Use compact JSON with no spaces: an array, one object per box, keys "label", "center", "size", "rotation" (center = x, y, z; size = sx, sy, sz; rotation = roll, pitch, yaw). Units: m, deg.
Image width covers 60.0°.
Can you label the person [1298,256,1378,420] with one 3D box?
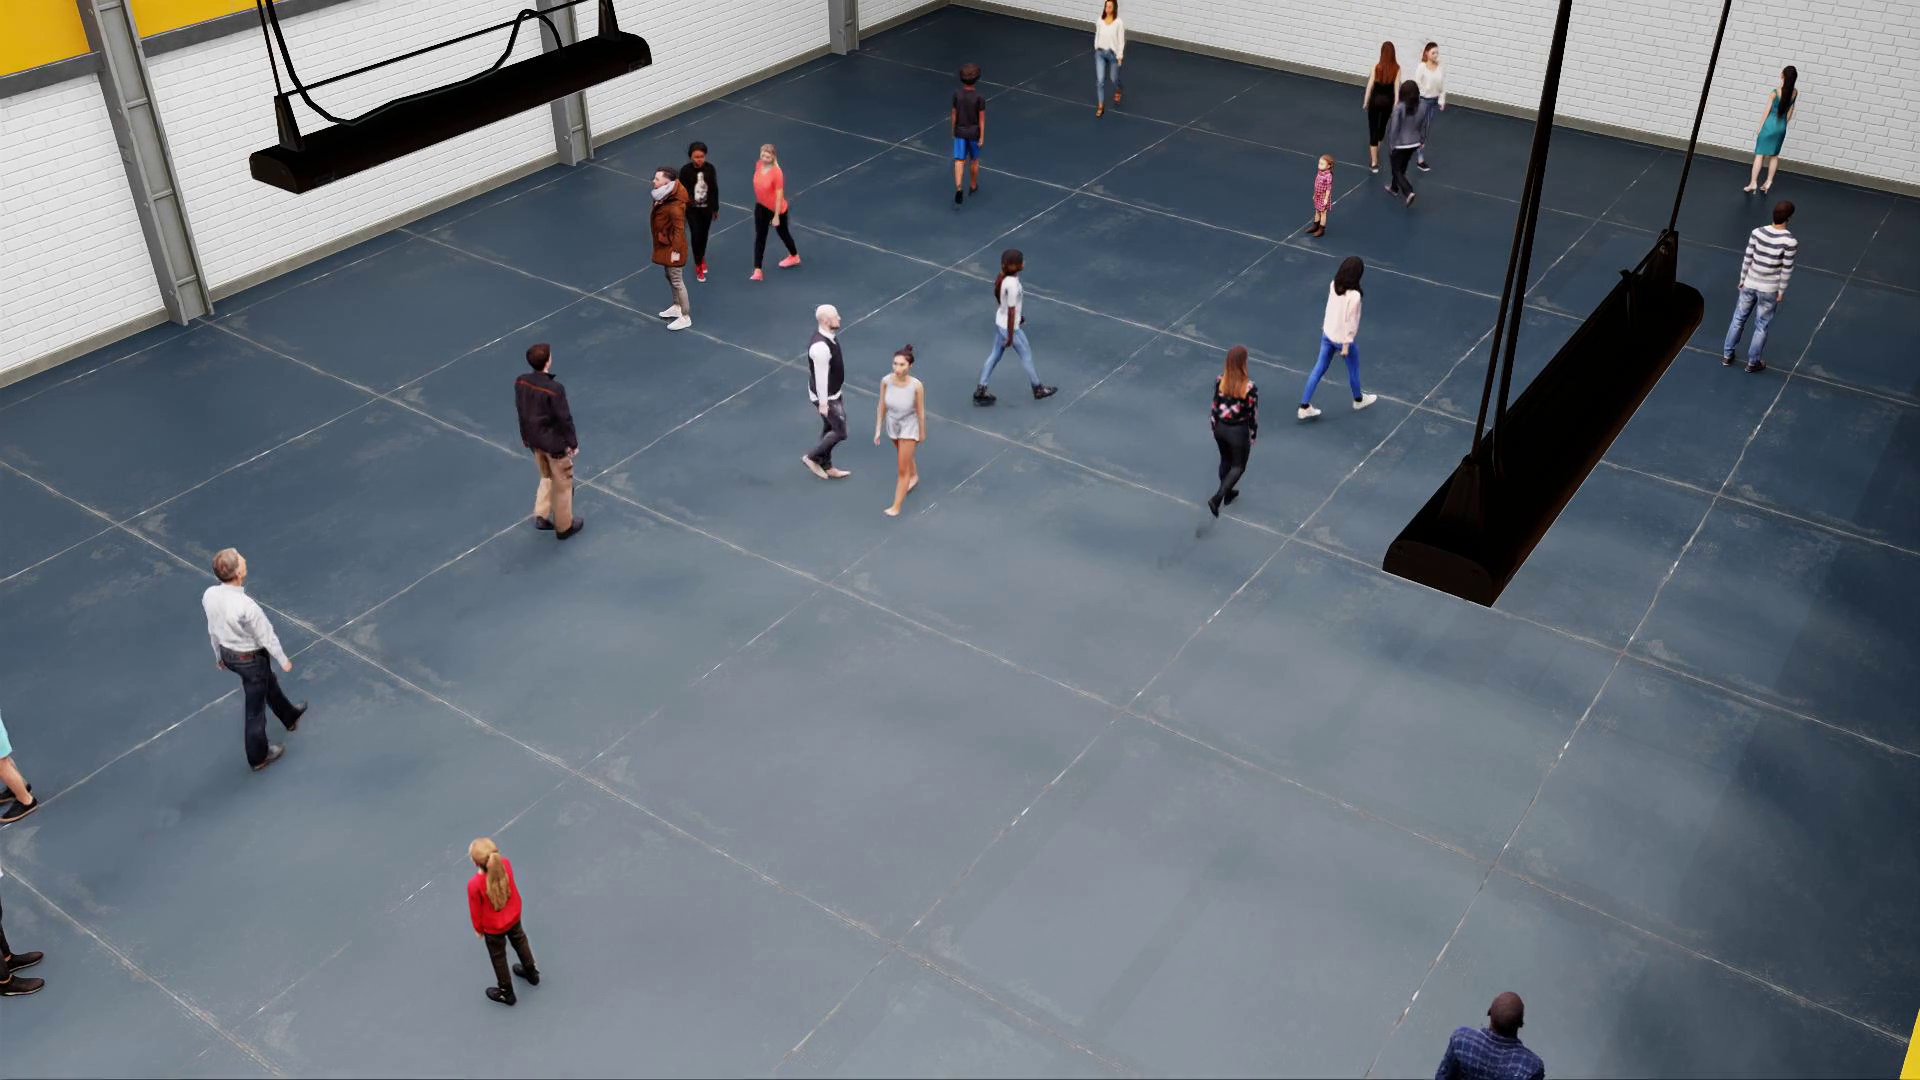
[{"label":"person","center":[3.681,-1.963,16.516],"size":[1.230,1.716,1.049],"rotation":[-13,36,-19]}]

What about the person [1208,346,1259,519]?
[{"label":"person","center":[2.441,-0.954,15.041],"size":[0.594,1.668,0.903],"rotation":[22,40,30]}]

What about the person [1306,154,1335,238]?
[{"label":"person","center":[4.500,-4.284,20.636],"size":[0.541,1.022,0.500],"rotation":[-14,36,-20]}]

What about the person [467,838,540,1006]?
[{"label":"person","center":[-2.879,2.365,10.399],"size":[0.534,1.280,0.407],"rotation":[21,39,28]}]

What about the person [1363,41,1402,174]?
[{"label":"person","center":[5.634,-5.762,22.251],"size":[0.943,1.694,1.171],"rotation":[3,34,5]}]

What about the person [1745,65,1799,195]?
[{"label":"person","center":[10.570,-5.326,21.603],"size":[0.600,1.686,0.654],"rotation":[-5,34,-7]}]

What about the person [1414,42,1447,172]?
[{"label":"person","center":[6.254,-5.903,22.487],"size":[1.087,1.668,1.011],"rotation":[-14,36,-20]}]

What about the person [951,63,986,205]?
[{"label":"person","center":[0.078,-5.183,21.307],"size":[0.923,1.776,1.153],"rotation":[5,34,7]}]

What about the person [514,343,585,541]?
[{"label":"person","center":[-3.662,-0.811,14.602],"size":[0.771,1.916,0.783],"rotation":[14,36,20]}]

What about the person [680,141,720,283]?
[{"label":"person","center":[-3.087,-3.924,19.525],"size":[0.866,1.651,0.883],"rotation":[-12,35,-17]}]

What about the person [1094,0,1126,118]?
[{"label":"person","center":[2.200,-7.070,24.249],"size":[0.715,1.660,1.022],"rotation":[15,36,21]}]

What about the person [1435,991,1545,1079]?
[{"label":"person","center":[2.723,3.122,8.784],"size":[0.727,1.806,0.714],"rotation":[16,37,22]}]

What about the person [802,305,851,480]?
[{"label":"person","center":[-1.323,-1.345,15.502],"size":[0.926,1.809,0.848],"rotation":[0,34,1]}]

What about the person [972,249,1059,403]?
[{"label":"person","center":[0.419,-2.122,16.789],"size":[1.156,1.678,1.070],"rotation":[-7,34,-10]}]

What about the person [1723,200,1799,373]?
[{"label":"person","center":[8.413,-2.671,17.457],"size":[0.601,1.853,0.685],"rotation":[-27,42,-35]}]

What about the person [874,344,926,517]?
[{"label":"person","center":[-0.490,-1.063,15.307],"size":[0.661,1.556,1.089],"rotation":[16,37,22]}]

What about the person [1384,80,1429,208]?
[{"label":"person","center":[5.729,-5.046,21.284],"size":[1.072,1.573,1.052],"rotation":[-14,36,-20]}]

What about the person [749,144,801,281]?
[{"label":"person","center":[-2.157,-3.857,19.447],"size":[0.648,1.626,1.105],"rotation":[26,42,34]}]

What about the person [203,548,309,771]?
[{"label":"person","center":[-5.261,0.907,12.129],"size":[0.786,1.794,1.014],"rotation":[15,36,21]}]

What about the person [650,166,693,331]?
[{"label":"person","center":[-3.174,-3.238,18.322],"size":[0.885,1.839,0.848],"rotation":[-14,36,-19]}]
